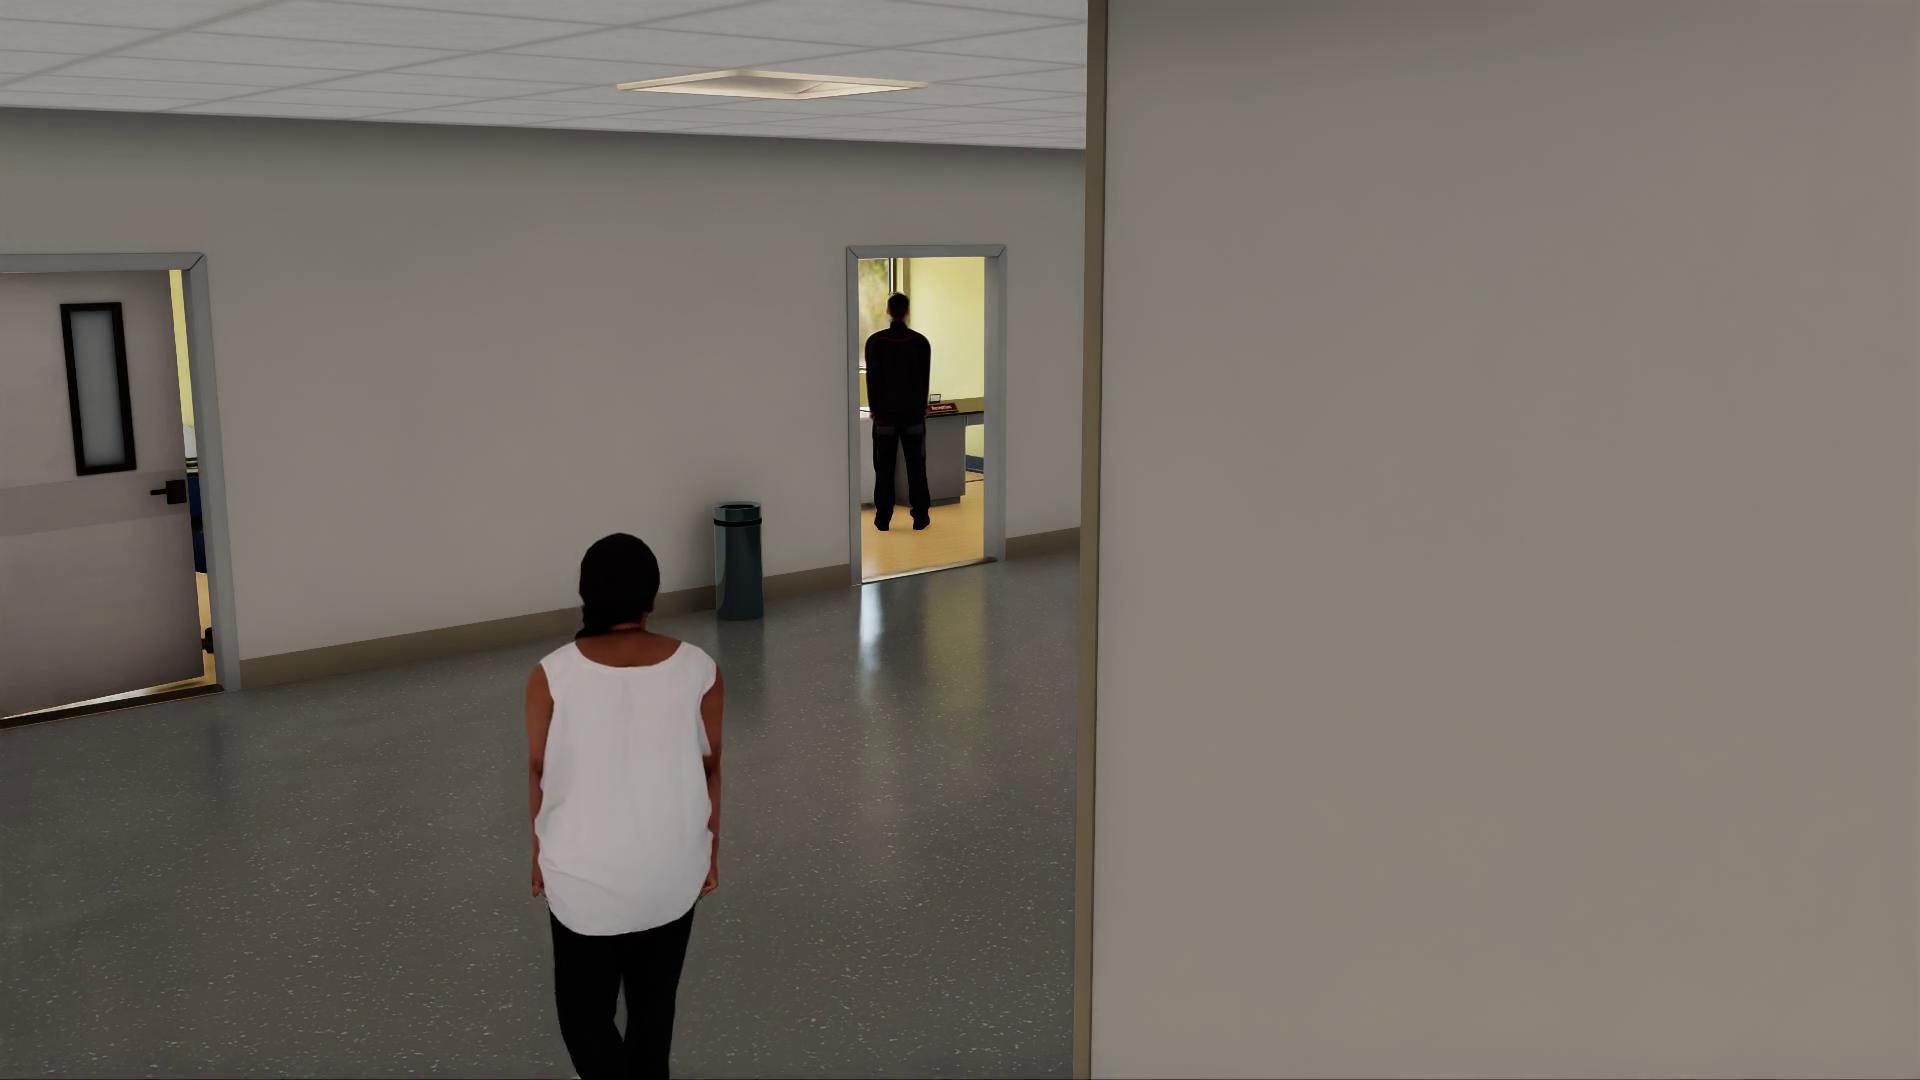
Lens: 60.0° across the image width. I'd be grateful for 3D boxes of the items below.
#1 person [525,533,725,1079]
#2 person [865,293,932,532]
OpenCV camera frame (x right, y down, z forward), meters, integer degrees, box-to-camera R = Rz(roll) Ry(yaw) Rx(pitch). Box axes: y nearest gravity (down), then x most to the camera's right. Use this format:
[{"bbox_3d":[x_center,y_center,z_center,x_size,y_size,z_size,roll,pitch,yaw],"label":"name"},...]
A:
[{"bbox_3d":[-0.872,0.827,4.273,0.951,1.670,0.916,-3,11,-17],"label":"person"},{"bbox_3d":[-0.490,-1.043,13.469,0.747,1.915,0.840,-1,11,-3],"label":"person"}]
